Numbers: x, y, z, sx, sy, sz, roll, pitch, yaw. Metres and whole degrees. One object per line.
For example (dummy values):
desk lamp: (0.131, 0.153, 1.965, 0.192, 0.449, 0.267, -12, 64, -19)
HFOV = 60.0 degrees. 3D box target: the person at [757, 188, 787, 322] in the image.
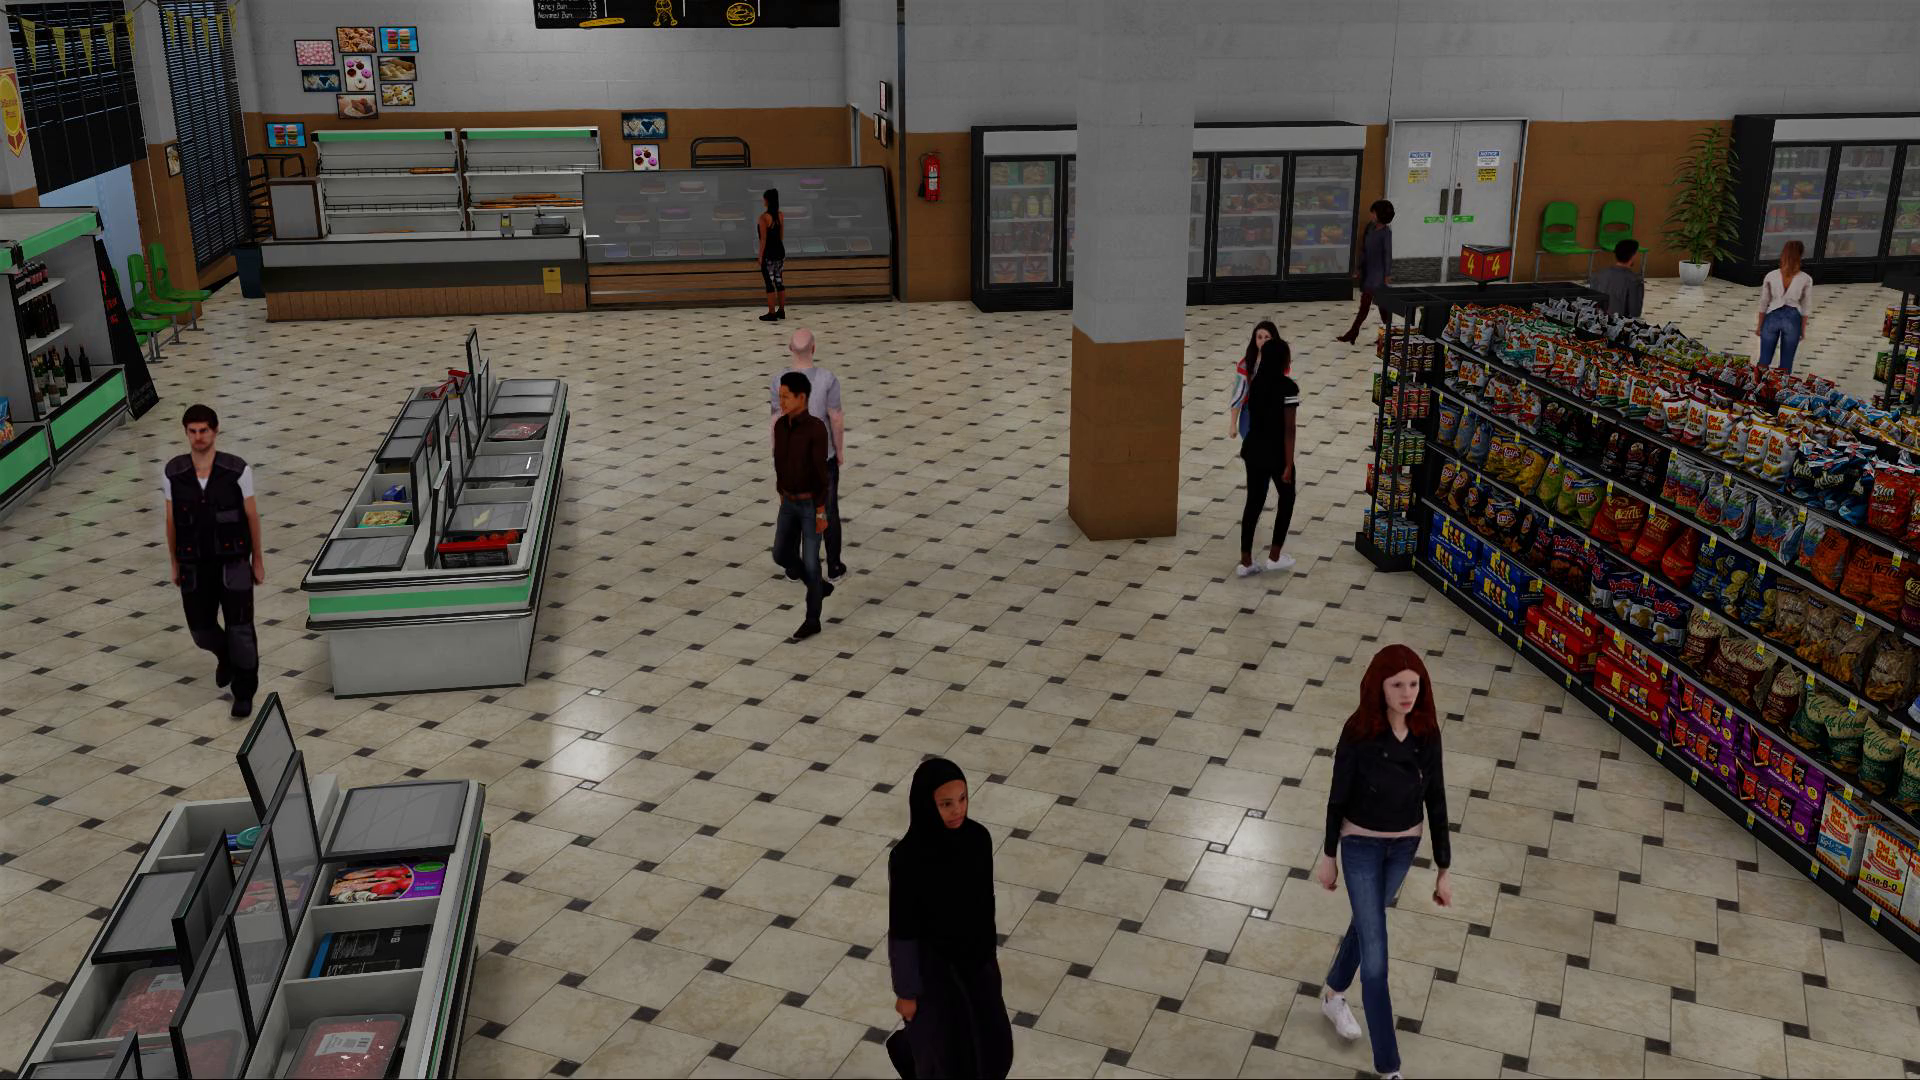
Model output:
person: (-2.370, -3.609, 20.992, 0.709, 1.661, 0.645, 12, 22, 32)

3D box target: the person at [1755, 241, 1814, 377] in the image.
person: (8.086, -2.094, 16.401, 0.677, 1.723, 0.727, 10, 21, 28)

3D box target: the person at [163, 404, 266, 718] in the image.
person: (-4.332, 0.096, 9.720, 0.684, 1.842, 0.824, -4, 19, -12)

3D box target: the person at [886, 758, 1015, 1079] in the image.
person: (-0.092, 1.487, 5.968, 0.836, 1.603, 0.953, -15, 24, -37)

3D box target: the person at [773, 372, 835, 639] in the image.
person: (-0.954, -0.241, 10.838, 0.839, 1.766, 0.899, 12, 22, 32)

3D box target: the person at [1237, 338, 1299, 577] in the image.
person: (2.172, -0.568, 11.894, 0.847, 1.711, 0.791, -12, 22, -32)

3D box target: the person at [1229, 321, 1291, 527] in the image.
person: (2.396, -0.936, 13.212, 0.960, 1.568, 1.185, 6, 20, 18)

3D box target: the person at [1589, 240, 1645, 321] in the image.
person: (5.994, -1.846, 15.456, 0.905, 1.857, 0.816, -14, 23, -37)

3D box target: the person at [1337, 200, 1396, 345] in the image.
person: (4.964, -3.107, 19.464, 0.675, 1.685, 0.906, -2, 19, -6)

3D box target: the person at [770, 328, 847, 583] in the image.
person: (-1.081, -0.600, 11.793, 0.704, 1.837, 0.640, 0, 19, 0)

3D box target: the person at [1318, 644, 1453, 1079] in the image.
person: (1.601, 1.222, 6.520, 0.631, 1.754, 1.123, -4, 19, -12)
